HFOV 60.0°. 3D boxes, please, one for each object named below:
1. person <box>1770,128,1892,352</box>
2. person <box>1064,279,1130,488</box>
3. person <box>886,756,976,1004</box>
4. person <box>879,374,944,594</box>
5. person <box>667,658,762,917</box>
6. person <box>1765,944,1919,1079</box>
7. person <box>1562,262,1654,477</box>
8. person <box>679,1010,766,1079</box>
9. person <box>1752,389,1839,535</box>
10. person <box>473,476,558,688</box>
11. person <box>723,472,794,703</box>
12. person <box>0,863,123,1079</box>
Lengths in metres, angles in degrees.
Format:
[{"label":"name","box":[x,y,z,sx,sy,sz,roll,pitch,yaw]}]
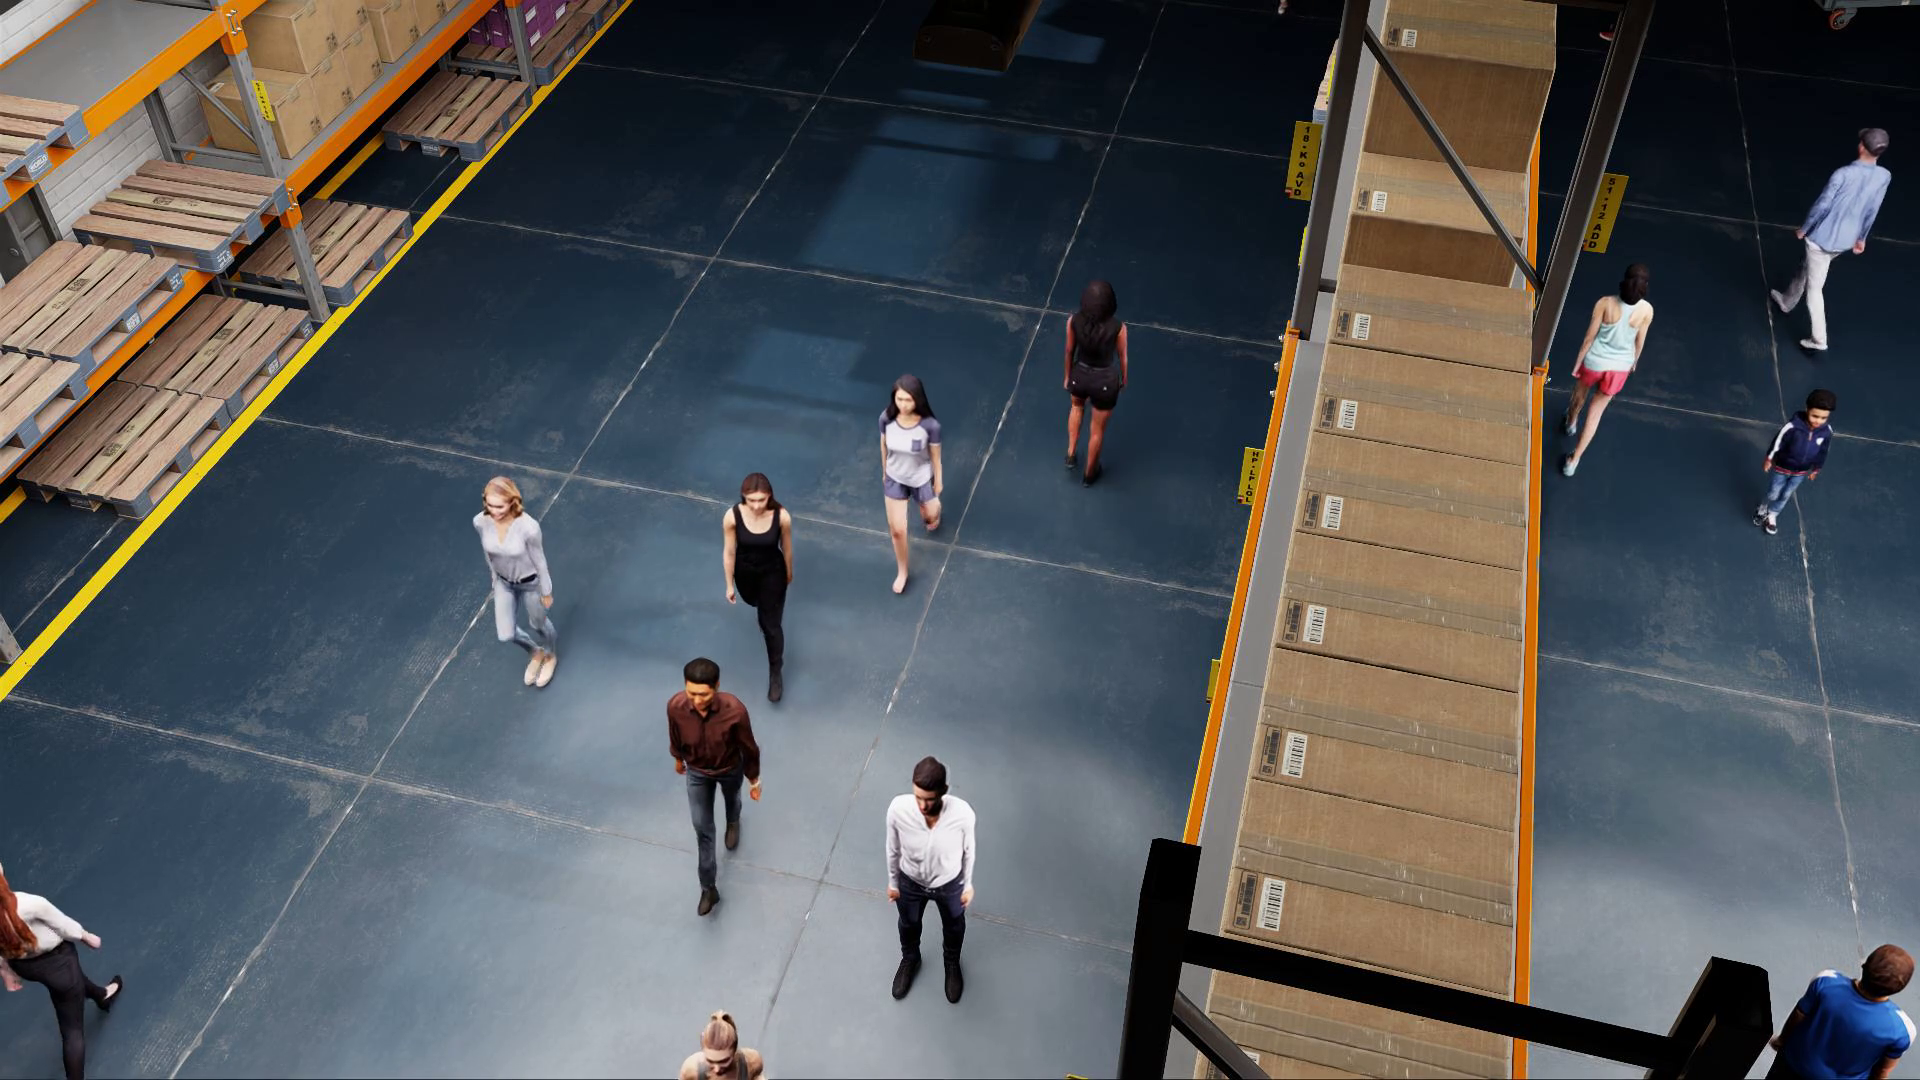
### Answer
[{"label":"person","box":[6.966,-2.363,13.215,0.984,1.859,1.246,-7,44,-7]},{"label":"person","box":[0.940,-1.066,11.948,0.632,1.730,0.622,15,46,16]},{"label":"person","box":[-0.151,1.784,8.856,0.655,1.868,0.622,4,44,4]},{"label":"person","box":[-0.304,-0.473,11.360,0.582,1.683,0.980,10,45,11]},{"label":"person","box":[-1.386,1.236,9.523,0.857,1.743,1.133,1,44,1]},{"label":"person","box":[4.190,2.538,8.066,0.726,1.866,0.714,29,51,27]},{"label":"person","box":[4.682,-1.199,12.085,0.623,1.733,0.983,13,45,13]},{"label":"person","box":[-1.121,2.725,8.021,0.820,1.659,1.196,-3,44,-3]},{"label":"person","box":[5.925,-0.595,11.824,0.537,1.219,0.505,8,44,9]},{"label":"person","box":[-2.750,0.221,10.561,0.598,1.780,0.598,10,45,10]},{"label":"person","box":[-1.291,0.172,10.703,0.796,1.655,1.184,1,44,1]},{"label":"person","box":[-4.661,2.259,8.468,0.829,1.716,1.218,-1,44,-1]}]
